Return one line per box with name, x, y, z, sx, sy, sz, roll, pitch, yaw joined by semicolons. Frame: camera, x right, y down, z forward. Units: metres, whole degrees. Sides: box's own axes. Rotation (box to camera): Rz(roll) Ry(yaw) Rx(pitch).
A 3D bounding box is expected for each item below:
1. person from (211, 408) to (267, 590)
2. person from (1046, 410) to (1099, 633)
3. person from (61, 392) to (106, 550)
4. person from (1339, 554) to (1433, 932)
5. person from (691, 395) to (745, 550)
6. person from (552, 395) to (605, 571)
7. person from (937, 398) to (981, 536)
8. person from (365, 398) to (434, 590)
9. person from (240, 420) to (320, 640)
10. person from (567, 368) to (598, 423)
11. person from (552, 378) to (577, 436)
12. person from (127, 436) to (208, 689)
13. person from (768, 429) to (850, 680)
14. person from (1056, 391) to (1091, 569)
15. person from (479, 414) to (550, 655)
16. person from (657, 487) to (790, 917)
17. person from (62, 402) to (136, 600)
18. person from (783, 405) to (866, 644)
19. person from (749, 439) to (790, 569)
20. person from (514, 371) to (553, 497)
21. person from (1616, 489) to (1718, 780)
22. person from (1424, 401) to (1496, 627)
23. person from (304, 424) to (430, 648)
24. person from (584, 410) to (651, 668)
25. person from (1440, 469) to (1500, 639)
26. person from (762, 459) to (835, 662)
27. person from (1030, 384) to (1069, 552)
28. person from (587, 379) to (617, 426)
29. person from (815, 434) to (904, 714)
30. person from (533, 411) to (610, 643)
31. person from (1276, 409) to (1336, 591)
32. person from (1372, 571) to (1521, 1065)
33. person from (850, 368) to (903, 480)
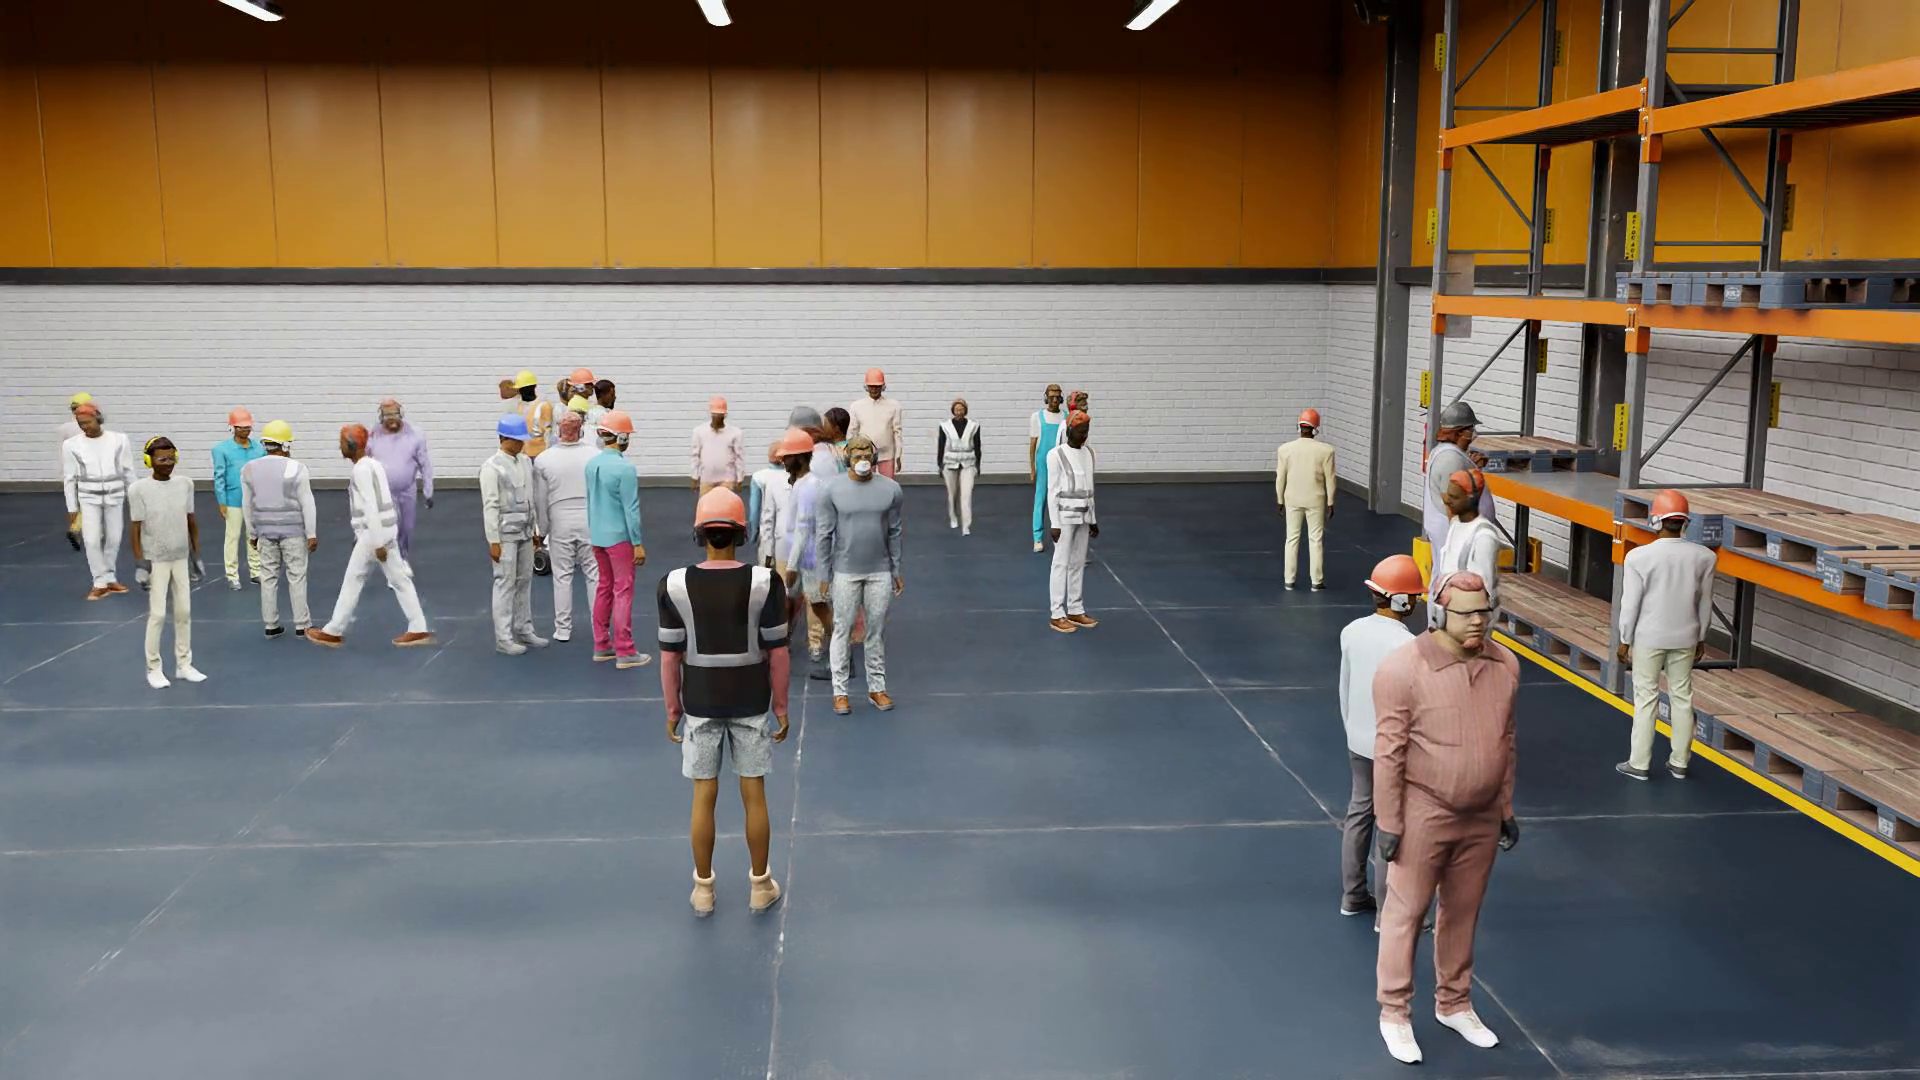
person;-6.917;-0.404;16.089;0.334;1.753;0.562;7;11;38
person;0.969;-0.166;14.187;0.356;1.887;0.573;8;12;42
person;-9.729;-0.774;18.469;0.521;1.741;0.791;2;9;11
person;1.986;0.932;7.702;0.329;1.750;0.572;-4;10;-23
person;-2.602;-0.693;17.922;0.590;1.738;0.398;0;9;-1
person;-3.854;-0.567;16.958;0.635;1.802;0.574;-5;10;-26
person;-0.011;-0.888;19.623;0.522;1.600;0.825;0;9;-1
person;-5.564;-0.496;16.389;0.664;1.851;1.026;-5;10;-27
person;-5.620;-0.079;13.806;0.600;1.831;0.404;1;9;5
person;-4.190;-0.918;18.557;0.375;1.997;0.612;0;9;0
person;-4.514;-0.937;19.154;0.332;1.843;0.517;0;9;0
person;-5.836;0.159;12.264;0.332;1.855;0.521;6;11;32
person;-1.235;0.124;12.343;0.886;1.886;0.557;-2;9;-11
person;1.152;-0.621;17.208;0.402;1.841;0.566;2;9;13
person;-3.572;-0.048;13.307;0.421;1.936;0.612;3;10;19
person;-1.104;0.766;7.850;0.608;2.042;0.377;-1;9;-4
person;-8.066;-0.378;15.617;0.607;1.857;0.524;-6;11;-33
person;-1.226;-0.133;13.491;1.040;2.000;0.699;0;9;-2
person;-1.559;-0.068;14.384;0.514;1.628;0.460;-1;9;-6
person;-5.014;-1.032;19.555;0.590;1.914;0.406;7;11;36
person;4.217;0.569;9.980;0.563;1.752;0.325;-1;9;-4
person;3.934;-0.072;13.112;0.538;2.000;0.684;1;9;6
person;-4.814;-0.023;13.470;1.005;1.820;0.581;-1;9;-4
person;-2.663;-0.012;12.923;0.405;1.986;0.621;-8;12;-42
person;3.087;0.490;10.123;0.360;1.871;0.582;0;9;-2
person;-1.263;0.089;12.998;0.573;1.750;0.332;1;9;4
person;1.013;-0.789;18.225;0.504;1.847;0.345;-2;9;-10
person;-3.853;-0.766;17.857;0.370;1.915;0.596;-3;10;-19
person;-0.686;0.231;11.523;0.636;1.939;0.363;-3;10;-21
person;-3.181;-0.106;13.744;0.636;1.911;0.405;-2;9;-15
person;3.326;-0.386;15.981;0.572;1.749;0.341;3;10;20
person;1.902;1.058;6.437;0.643;1.908;0.399;-3;10;-20
person;-0.951;-0.955;18.846;0.608;1.987;0.401;-1;9;-5
